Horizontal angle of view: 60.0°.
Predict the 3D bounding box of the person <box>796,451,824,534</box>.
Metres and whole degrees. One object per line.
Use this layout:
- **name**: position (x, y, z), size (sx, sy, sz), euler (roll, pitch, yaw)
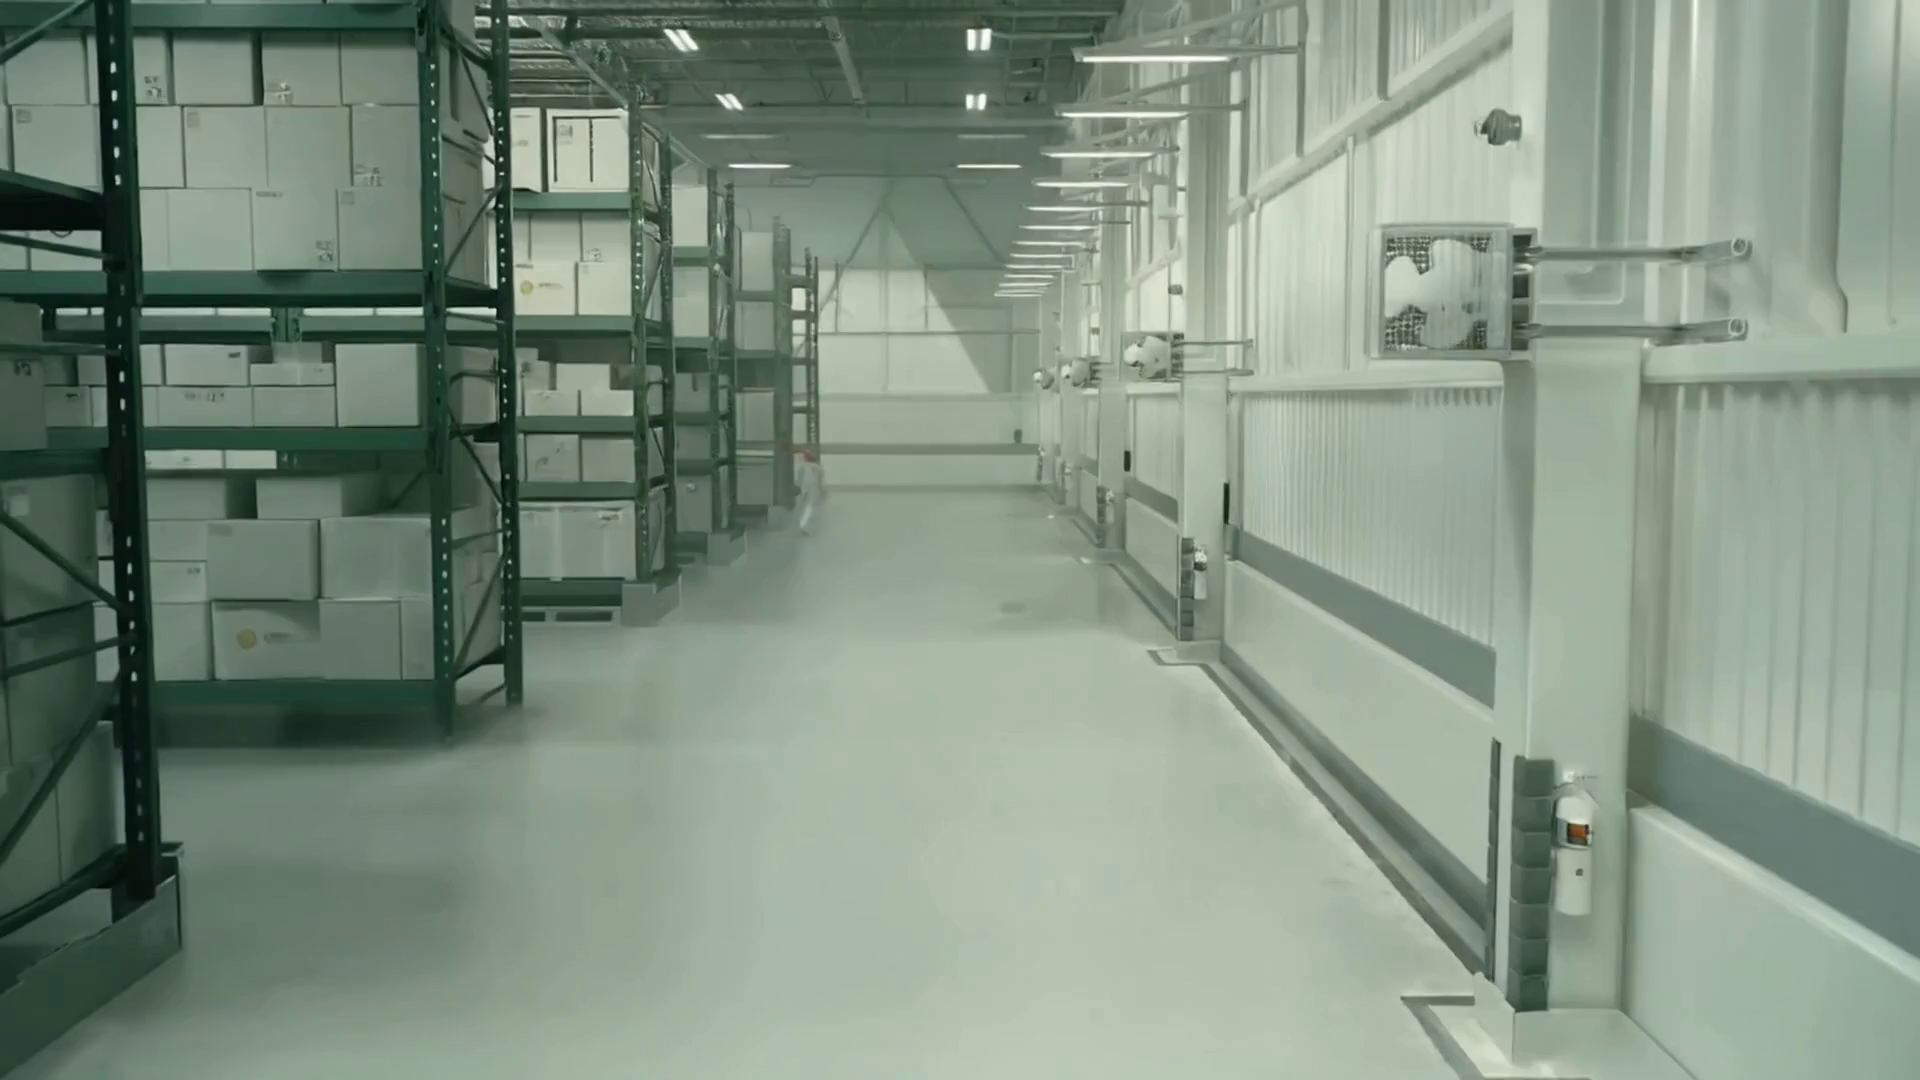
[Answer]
- **person**: position (-2.910, -0.916, 31.957), size (0.528, 1.609, 0.795), euler (2, 5, 22)
